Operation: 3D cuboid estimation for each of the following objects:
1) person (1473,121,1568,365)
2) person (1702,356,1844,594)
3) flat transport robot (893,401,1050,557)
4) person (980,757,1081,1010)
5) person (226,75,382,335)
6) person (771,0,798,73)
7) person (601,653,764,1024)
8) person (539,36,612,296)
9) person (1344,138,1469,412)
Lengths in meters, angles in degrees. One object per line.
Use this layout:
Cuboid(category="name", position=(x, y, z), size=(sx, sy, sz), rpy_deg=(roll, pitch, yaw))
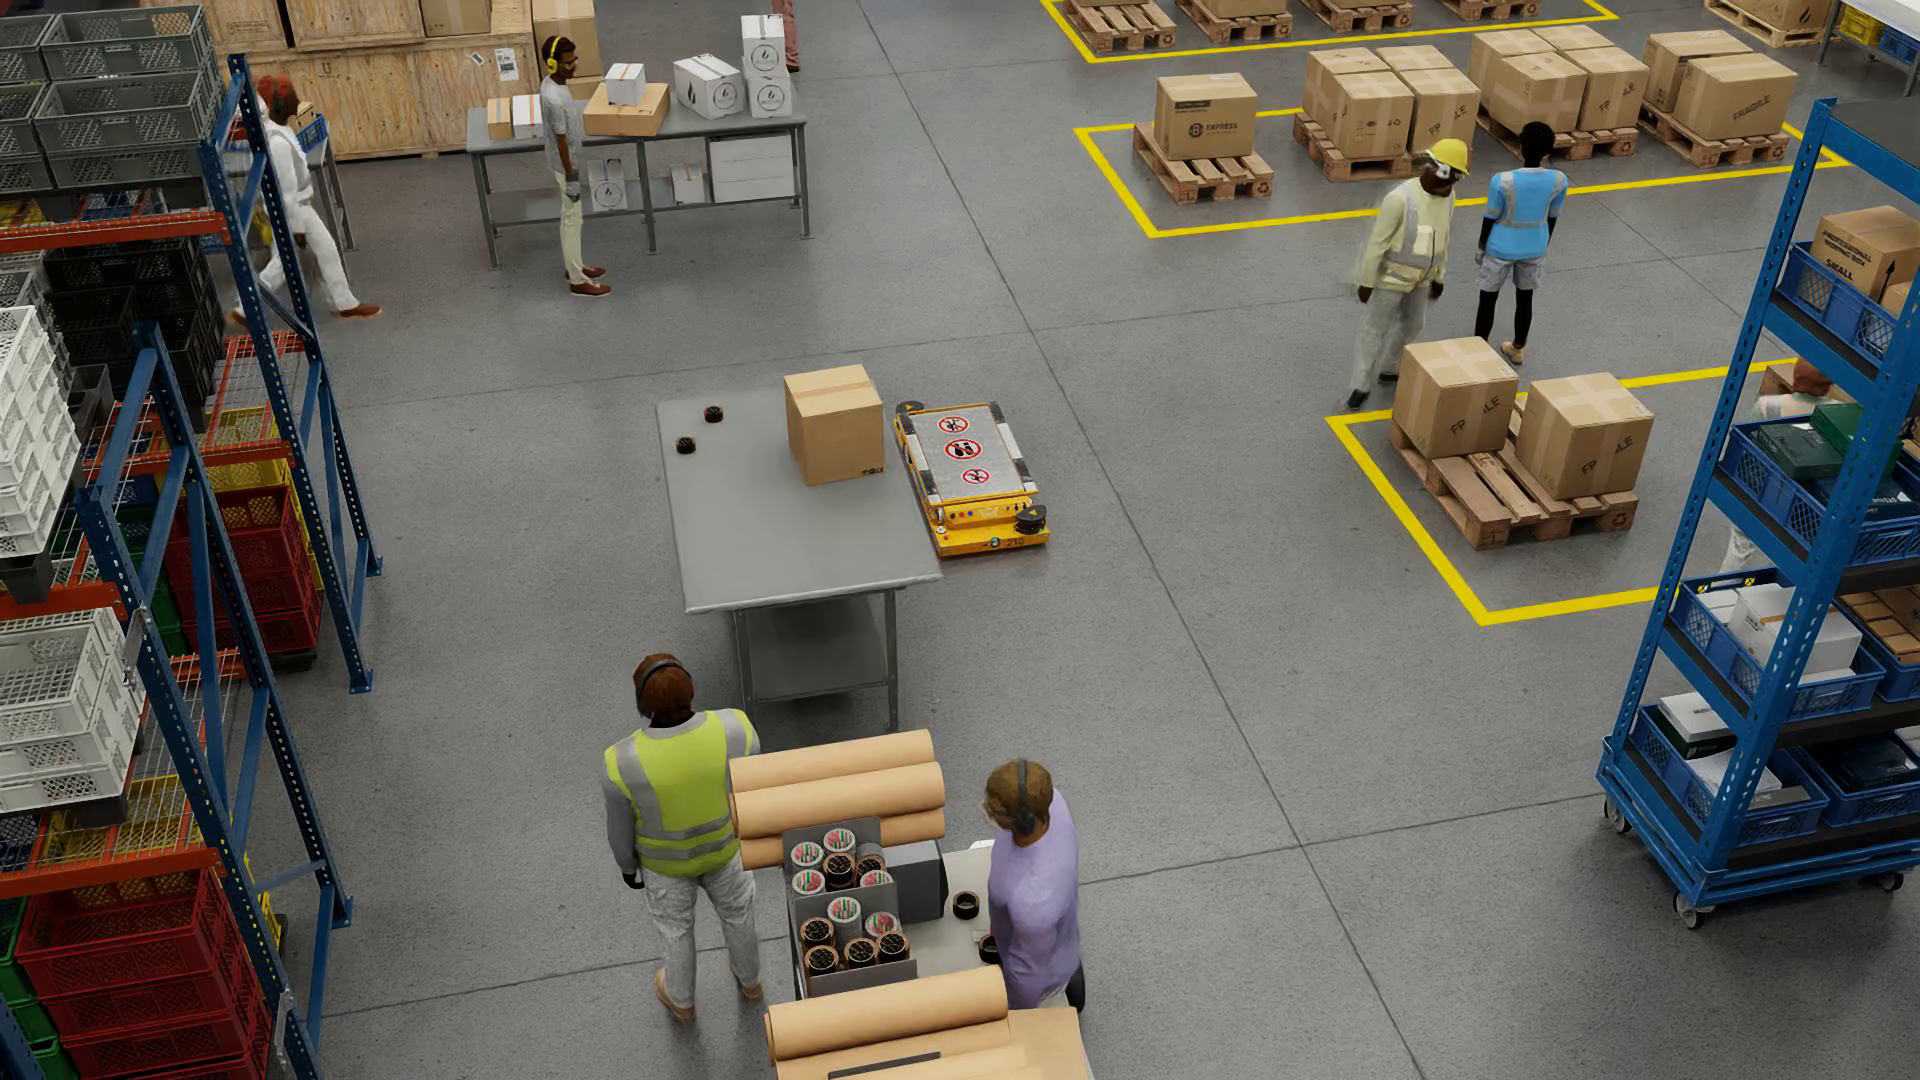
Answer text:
Cuboid(category="person", position=(3.646, -1.923, 10.936), size=(0.534, 1.690, 0.321), rpy_deg=(-4, 37, -6))
Cuboid(category="person", position=(4.314, -0.276, 8.764), size=(0.512, 1.638, 0.312), rpy_deg=(8, 37, 10))
Cuboid(category="flat transport robot", position=(0.046, -0.430, 10.108), size=(0.652, 0.197, 1.431), rpy_deg=(-8, 37, -10))
Cuboid(category="person", position=(0.254, 1.526, 6.106), size=(0.373, 1.930, 0.626), rpy_deg=(4, 37, 5))
Cuboid(category="person", position=(-4.624, -2.227, 11.230), size=(0.963, 1.844, 0.603), rpy_deg=(-12, 38, -15))
Cuboid(category="person", position=(-1.690, -5.250, 15.238), size=(0.403, 1.900, 0.642), rpy_deg=(-7, 37, -9))
Cuboid(category="person", position=(-1.077, 1.193, 6.628), size=(0.628, 1.837, 0.430), rpy_deg=(-14, 39, -19))
Cuboid(category="person", position=(-2.753, -2.635, 11.754), size=(0.331, 1.858, 0.513), rpy_deg=(-9, 38, -12))
Cuboid(category="person", position=(2.785, -1.651, 10.501), size=(0.692, 1.782, 0.406), rpy_deg=(-20, 41, -25))
